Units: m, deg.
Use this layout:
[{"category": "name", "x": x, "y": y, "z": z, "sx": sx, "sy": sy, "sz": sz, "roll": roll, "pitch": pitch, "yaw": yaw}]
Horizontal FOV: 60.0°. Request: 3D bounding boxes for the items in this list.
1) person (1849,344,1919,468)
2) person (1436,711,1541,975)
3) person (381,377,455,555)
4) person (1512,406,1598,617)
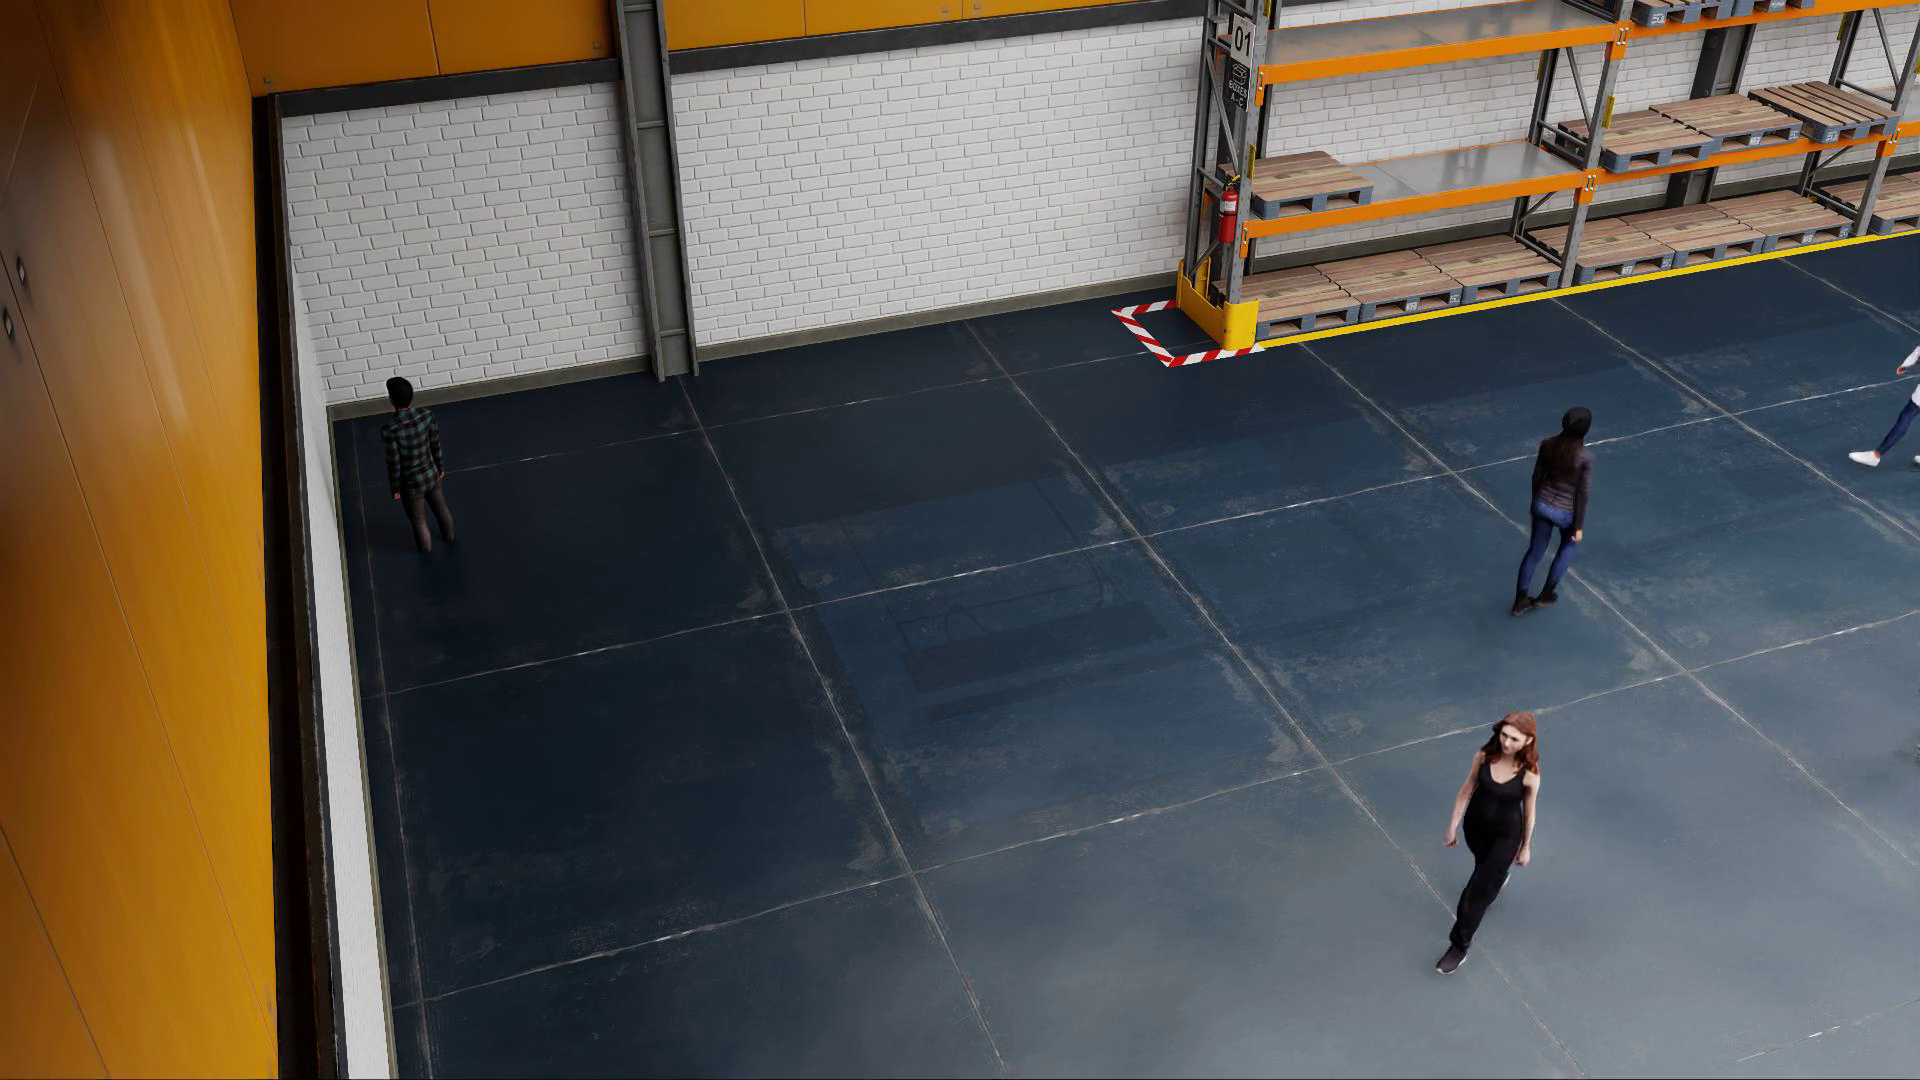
[{"category": "person", "x": 8.358, "y": -1.359, "z": 14.149, "sx": 1.178, "sy": 1.713, "sz": 0.965, "roll": 4, "pitch": 34, "yaw": 7}, {"category": "person", "x": 3.134, "y": 1.641, "z": 9.644, "sx": 0.961, "sy": 1.705, "sz": 1.238, "roll": 28, "pitch": 43, "yaw": 35}, {"category": "person", "x": -4.320, "y": -0.524, "z": 13.256, "sx": 0.784, "sy": 1.714, "sz": 0.682, "roll": 24, "pitch": 41, "yaw": 32}, {"category": "person", "x": 4.364, "y": -0.156, "z": 12.329, "sx": 0.810, "sy": 1.725, "sz": 0.798, "roll": -27, "pitch": 42, "yaw": -34}]
